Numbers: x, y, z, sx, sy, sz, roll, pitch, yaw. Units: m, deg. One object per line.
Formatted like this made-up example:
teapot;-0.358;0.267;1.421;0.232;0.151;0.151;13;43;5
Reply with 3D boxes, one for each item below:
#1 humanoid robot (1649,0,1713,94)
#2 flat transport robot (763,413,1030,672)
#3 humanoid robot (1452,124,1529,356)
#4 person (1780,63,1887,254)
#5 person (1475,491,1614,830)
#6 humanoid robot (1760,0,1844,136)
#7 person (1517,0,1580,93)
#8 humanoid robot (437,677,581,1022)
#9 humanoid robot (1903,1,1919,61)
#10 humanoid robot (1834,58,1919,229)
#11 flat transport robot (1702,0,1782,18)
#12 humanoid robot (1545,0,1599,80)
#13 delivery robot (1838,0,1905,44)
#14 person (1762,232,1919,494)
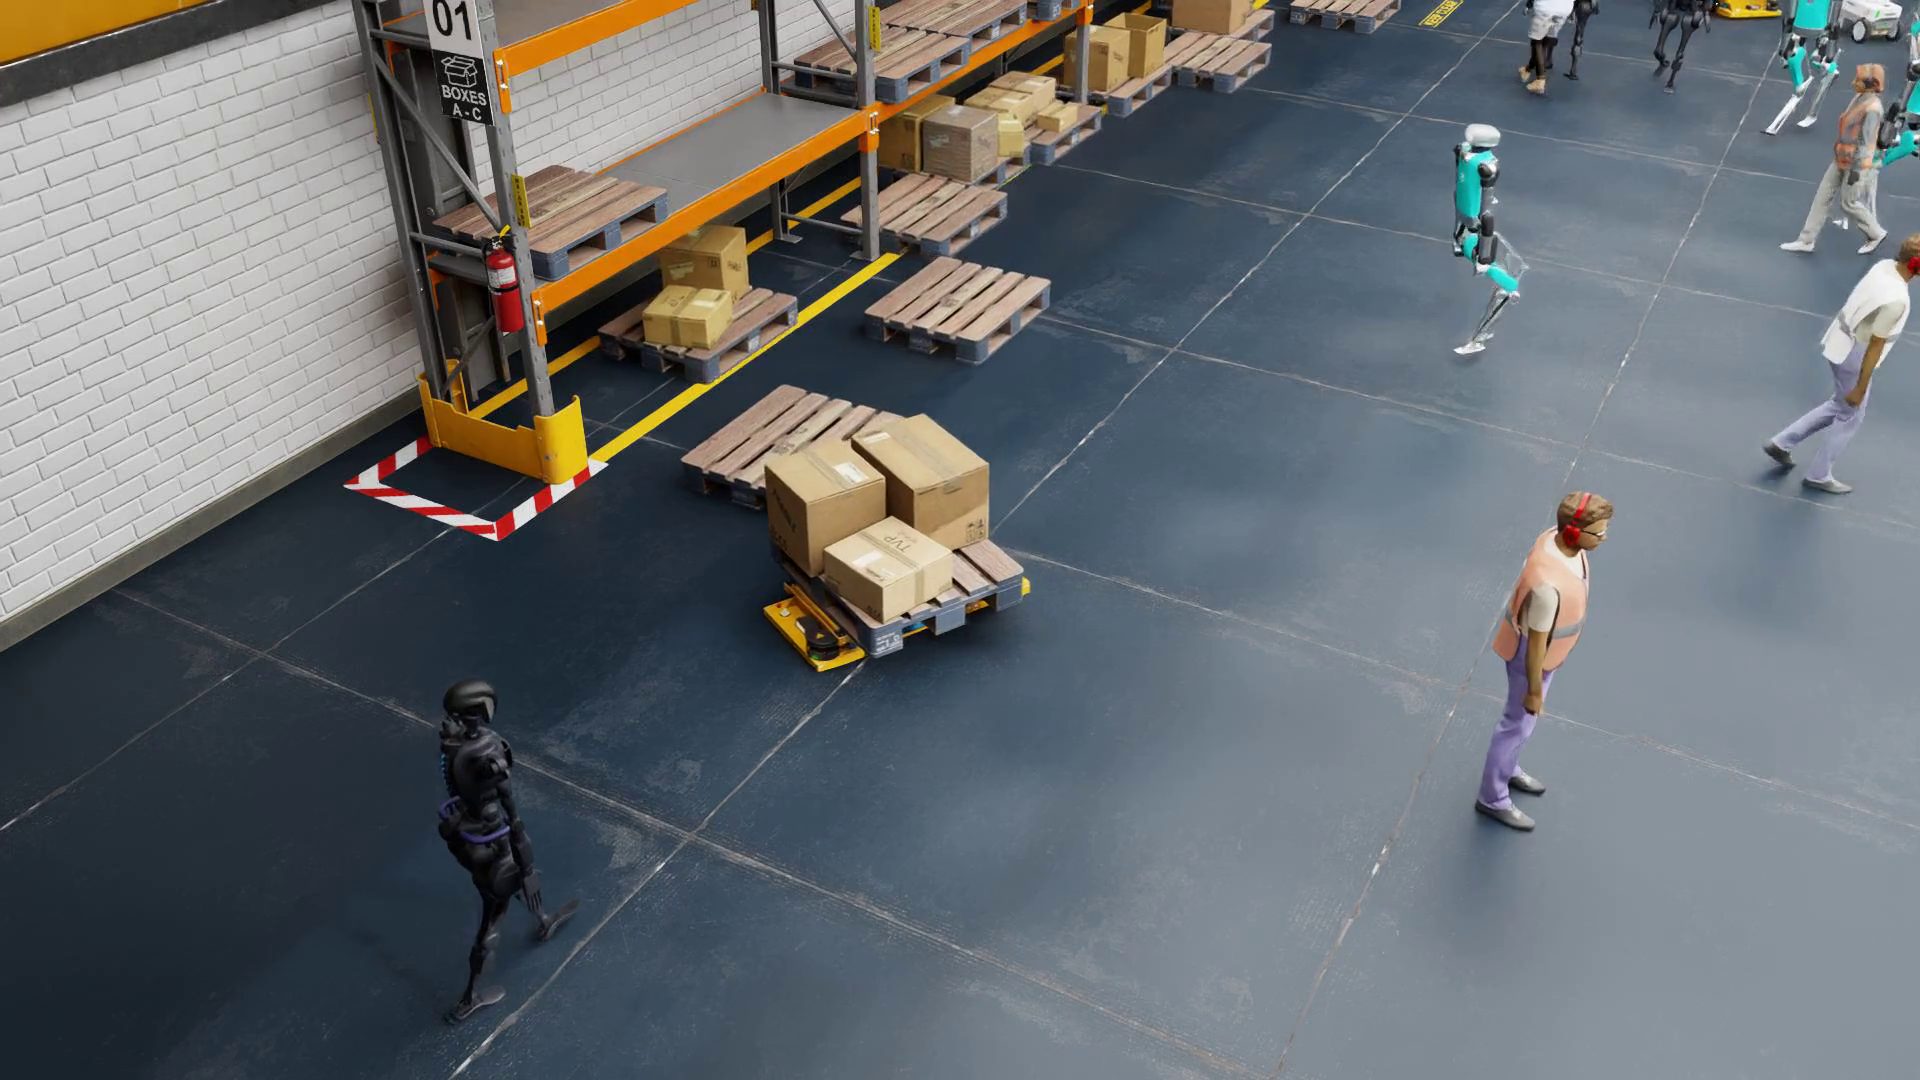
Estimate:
humanoid robot;7.453;-5.451;17.120;0.610;1.644;0.397;20;38;27
flat transport robot;-0.360;0.311;9.678;1.431;0.231;0.659;-20;38;-27
humanoid robot;3.888;-2.145;12.047;0.783;1.769;0.530;-5;34;-7
person;7.341;-3.085;13.598;0.732;1.613;0.536;5;34;8
person;2.725;0.550;7.893;0.385;1.839;0.563;15;36;22
humanoid robot;8.198;-4.728;16.003;1.069;1.741;0.579;-26;42;-34
person;6.094;-5.501;17.203;0.553;1.647;0.577;-5;34;-7
humanoid robot;-1.976;1.259;7.003;0.761;1.626;0.608;-29;43;-36
humanoid robot;10.268;-5.738;17.482;0.530;1.773;0.725;-20;38;-27
humanoid robot;7.842;-3.429;14.033;0.538;1.812;0.758;-8;34;-13
flat transport robot;9.274;-6.618;20.160;0.659;0.231;1.431;-5;34;-7
humanoid robot;6.499;-5.758;17.593;0.603;1.636;0.610;0;33;0
delivery robot;10.374;-5.986;18.962;0.499;0.613;0.807;-5;34;-8
person;5.603;-1.116;10.452;0.596;1.806;0.597;10;35;15
